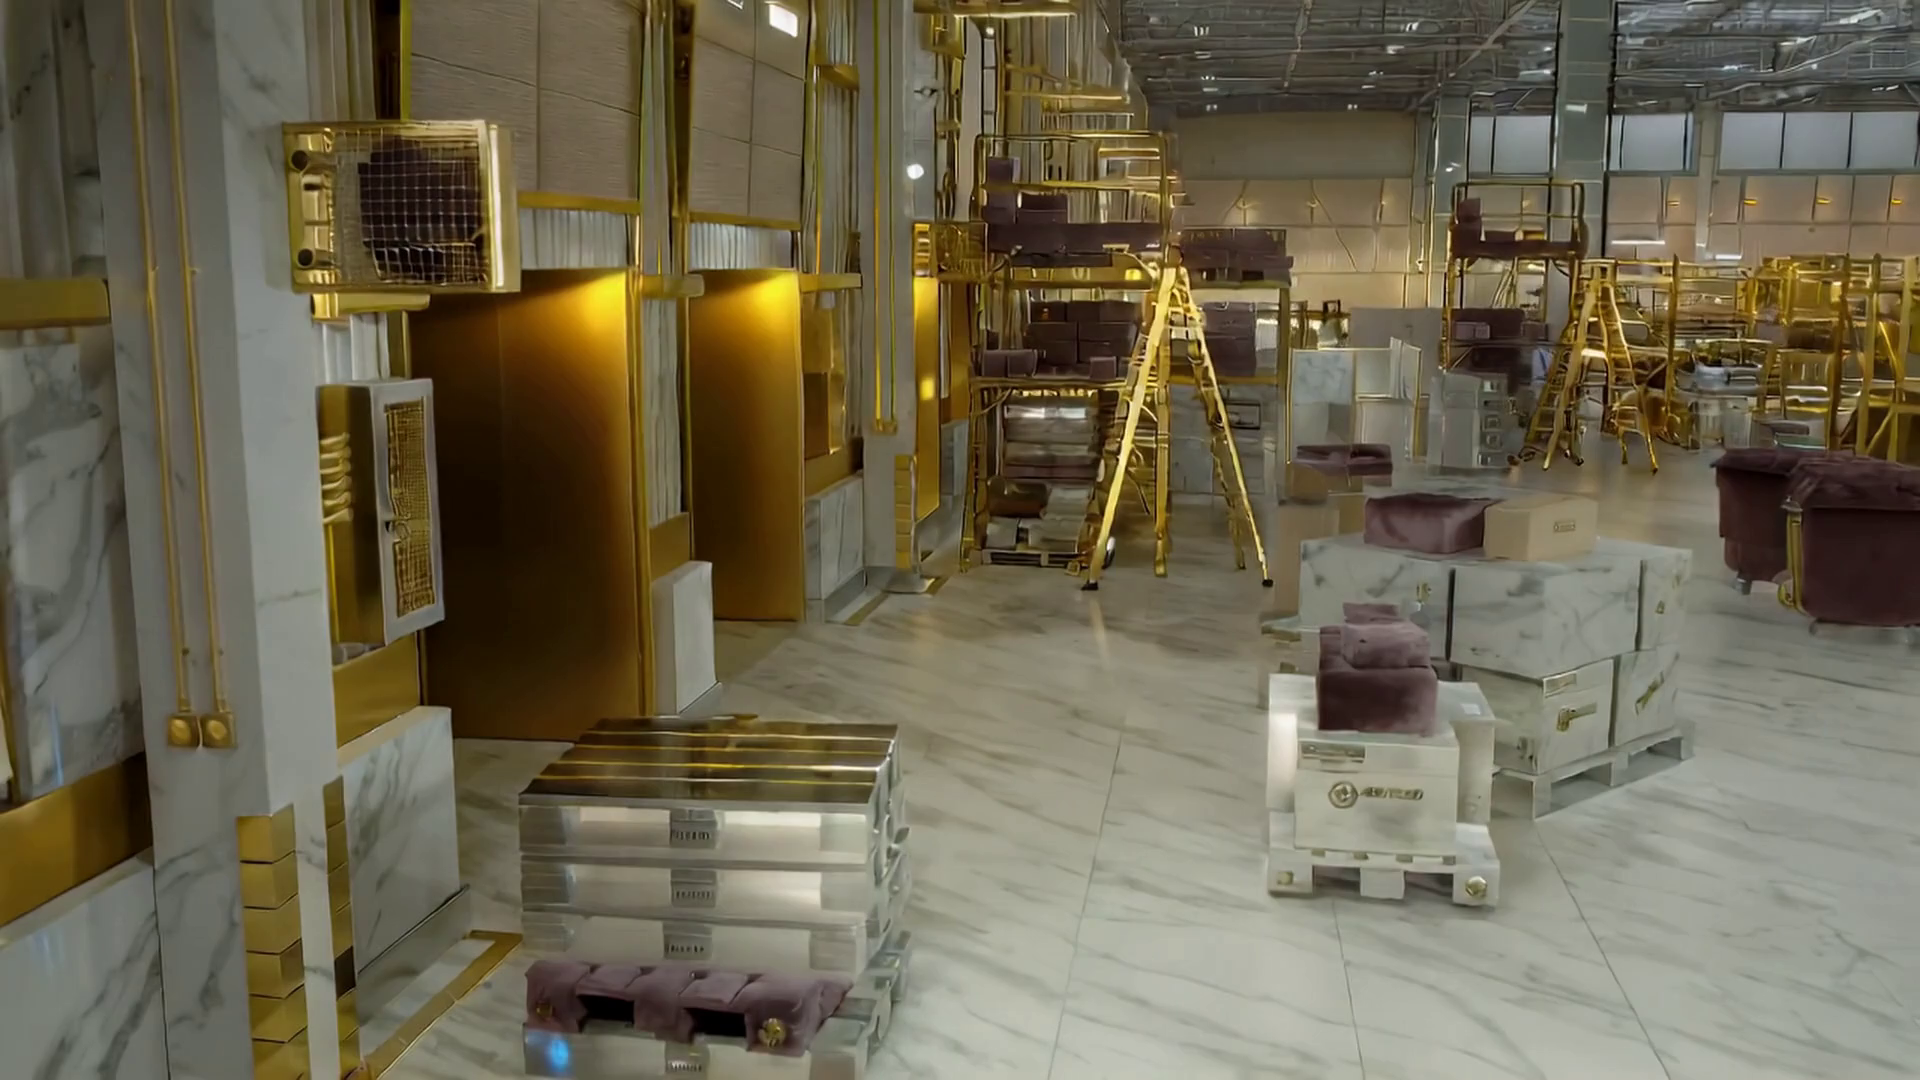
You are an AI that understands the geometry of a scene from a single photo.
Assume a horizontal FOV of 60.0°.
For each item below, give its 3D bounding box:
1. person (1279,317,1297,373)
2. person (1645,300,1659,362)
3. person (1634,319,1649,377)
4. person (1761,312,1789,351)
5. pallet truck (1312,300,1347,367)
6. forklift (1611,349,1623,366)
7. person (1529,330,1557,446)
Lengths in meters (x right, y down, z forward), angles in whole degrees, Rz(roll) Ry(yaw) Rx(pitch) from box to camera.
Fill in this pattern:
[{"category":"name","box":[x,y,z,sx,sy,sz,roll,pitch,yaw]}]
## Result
[{"category":"person","box":[9.036,-5.395,45.987,0.529,1.590,0.864,-7,12,-39]},{"category":"person","box":[21.507,-6.500,51.816,0.418,1.921,0.609,4,10,24]},{"category":"person","box":[15.761,-4.264,38.584,0.370,1.729,0.509,-4,10,-21]},{"category":"person","box":[18.299,-4.135,37.281,0.635,1.909,0.865,0,9,2]},{"category":"pallet truck","box":[11.159,-6.200,49.718,0.823,1.965,1.885,4,10,26]},{"category":"forklift","box":[15.413,-5.271,41.272,1.873,2.768,1.129,1,9,9]},{"category":"person","box":[9.518,-2.467,27.077,0.580,1.882,0.383,-6,11,-31]}]
